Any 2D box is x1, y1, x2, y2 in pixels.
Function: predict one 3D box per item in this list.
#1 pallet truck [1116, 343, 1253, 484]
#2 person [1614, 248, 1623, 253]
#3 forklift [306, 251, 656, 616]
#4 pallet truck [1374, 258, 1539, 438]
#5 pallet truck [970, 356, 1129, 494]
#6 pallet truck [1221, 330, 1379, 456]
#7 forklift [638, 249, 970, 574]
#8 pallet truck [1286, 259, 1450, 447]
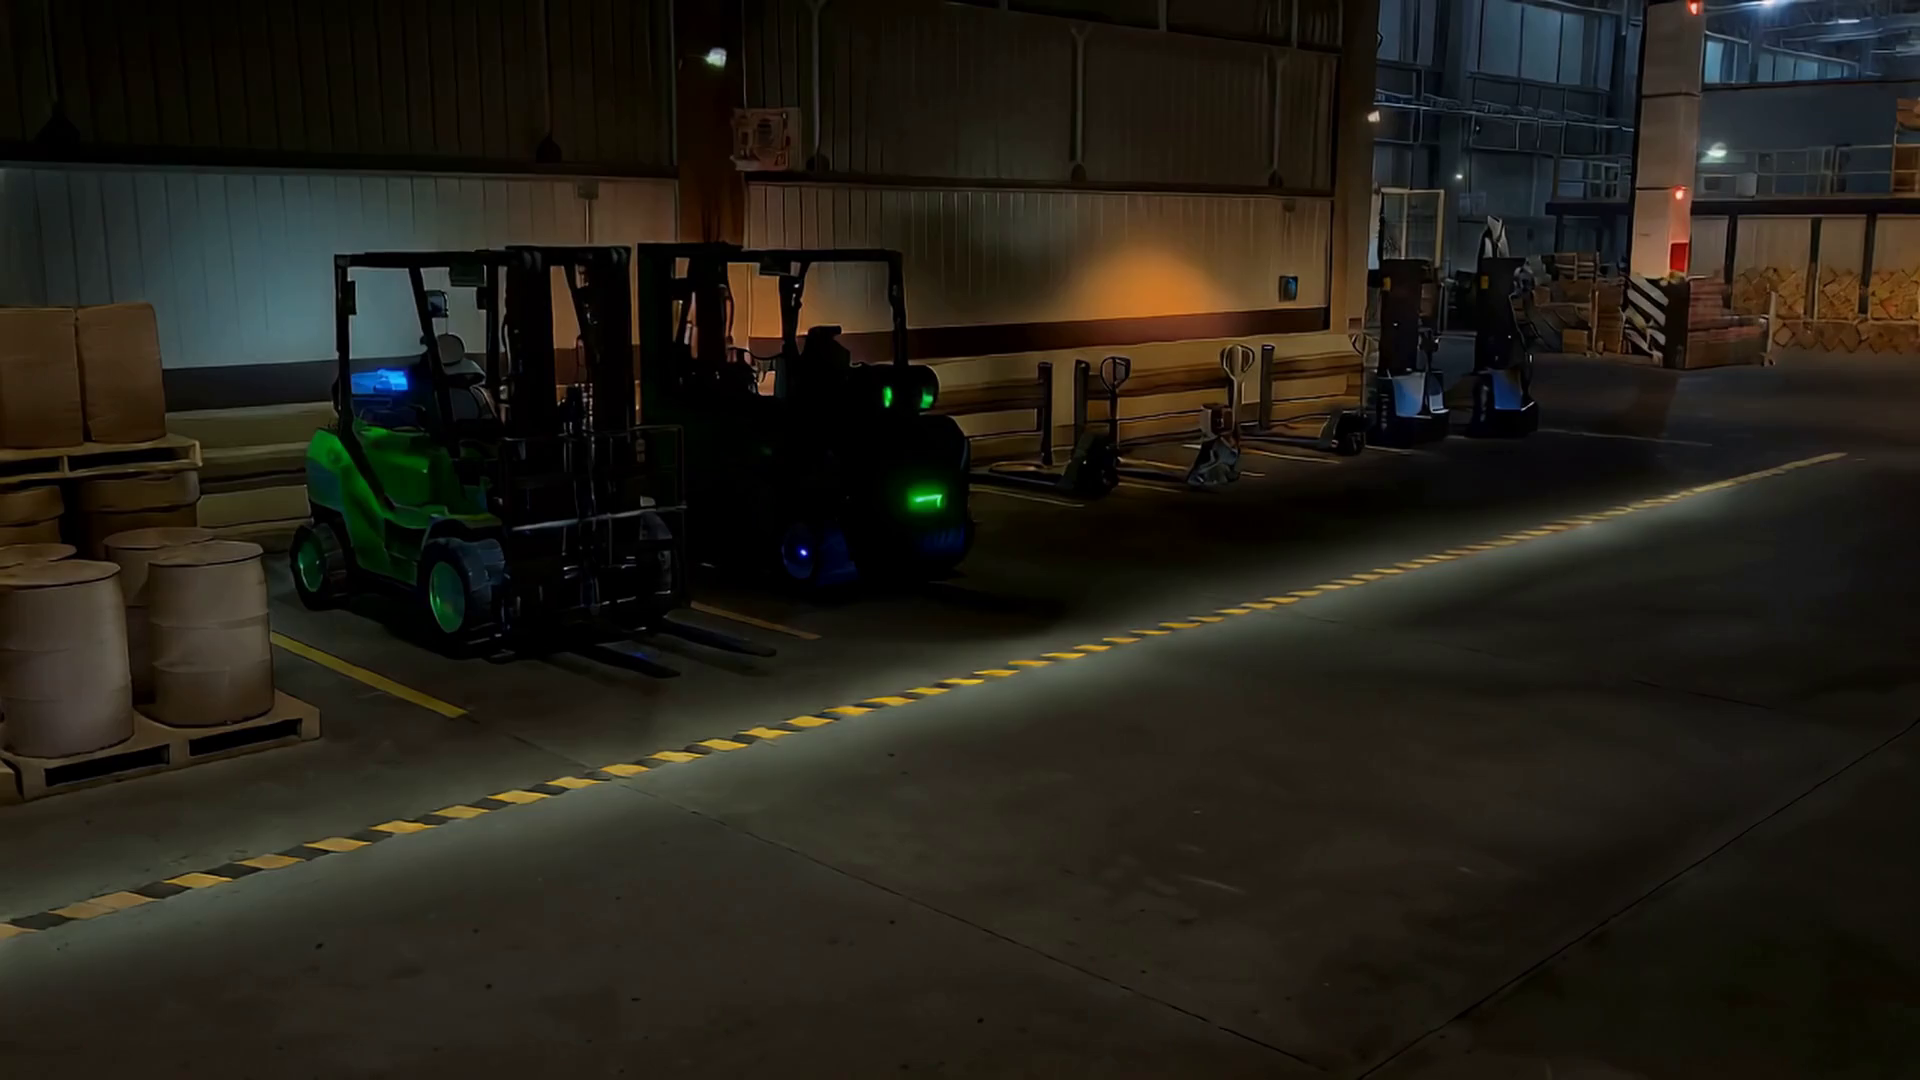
[{"bbox_3d":[1.962,-1.215,15.415,1.522,1.261,0.704,10,14,43],"label":"pallet truck"},{"bbox_3d":[18.064,-7.077,45.771,0.573,1.883,0.356,-10,14,-43],"label":"person"},{"bbox_3d":[-2.833,-0.669,9.694,1.157,1.987,2.680,-10,14,-44],"label":"forklift"},{"bbox_3d":[5.704,-2.208,18.901,1.885,1.965,0.823,10,14,43],"label":"pallet truck"},{"bbox_3d":[0.784,-1.085,14.876,0.680,1.201,1.601,-10,14,-44],"label":"pallet truck"},{"bbox_3d":[3.563,-1.581,17.381,0.653,1.274,1.630,-10,14,-44],"label":"pallet truck"},{"bbox_3d":[-1.173,-0.958,11.239,2.680,1.987,1.157,10,14,43],"label":"forklift"},{"bbox_3d":[4.493,-2.078,18.196,0.823,1.965,1.885,-9,14,-40],"label":"pallet truck"}]
